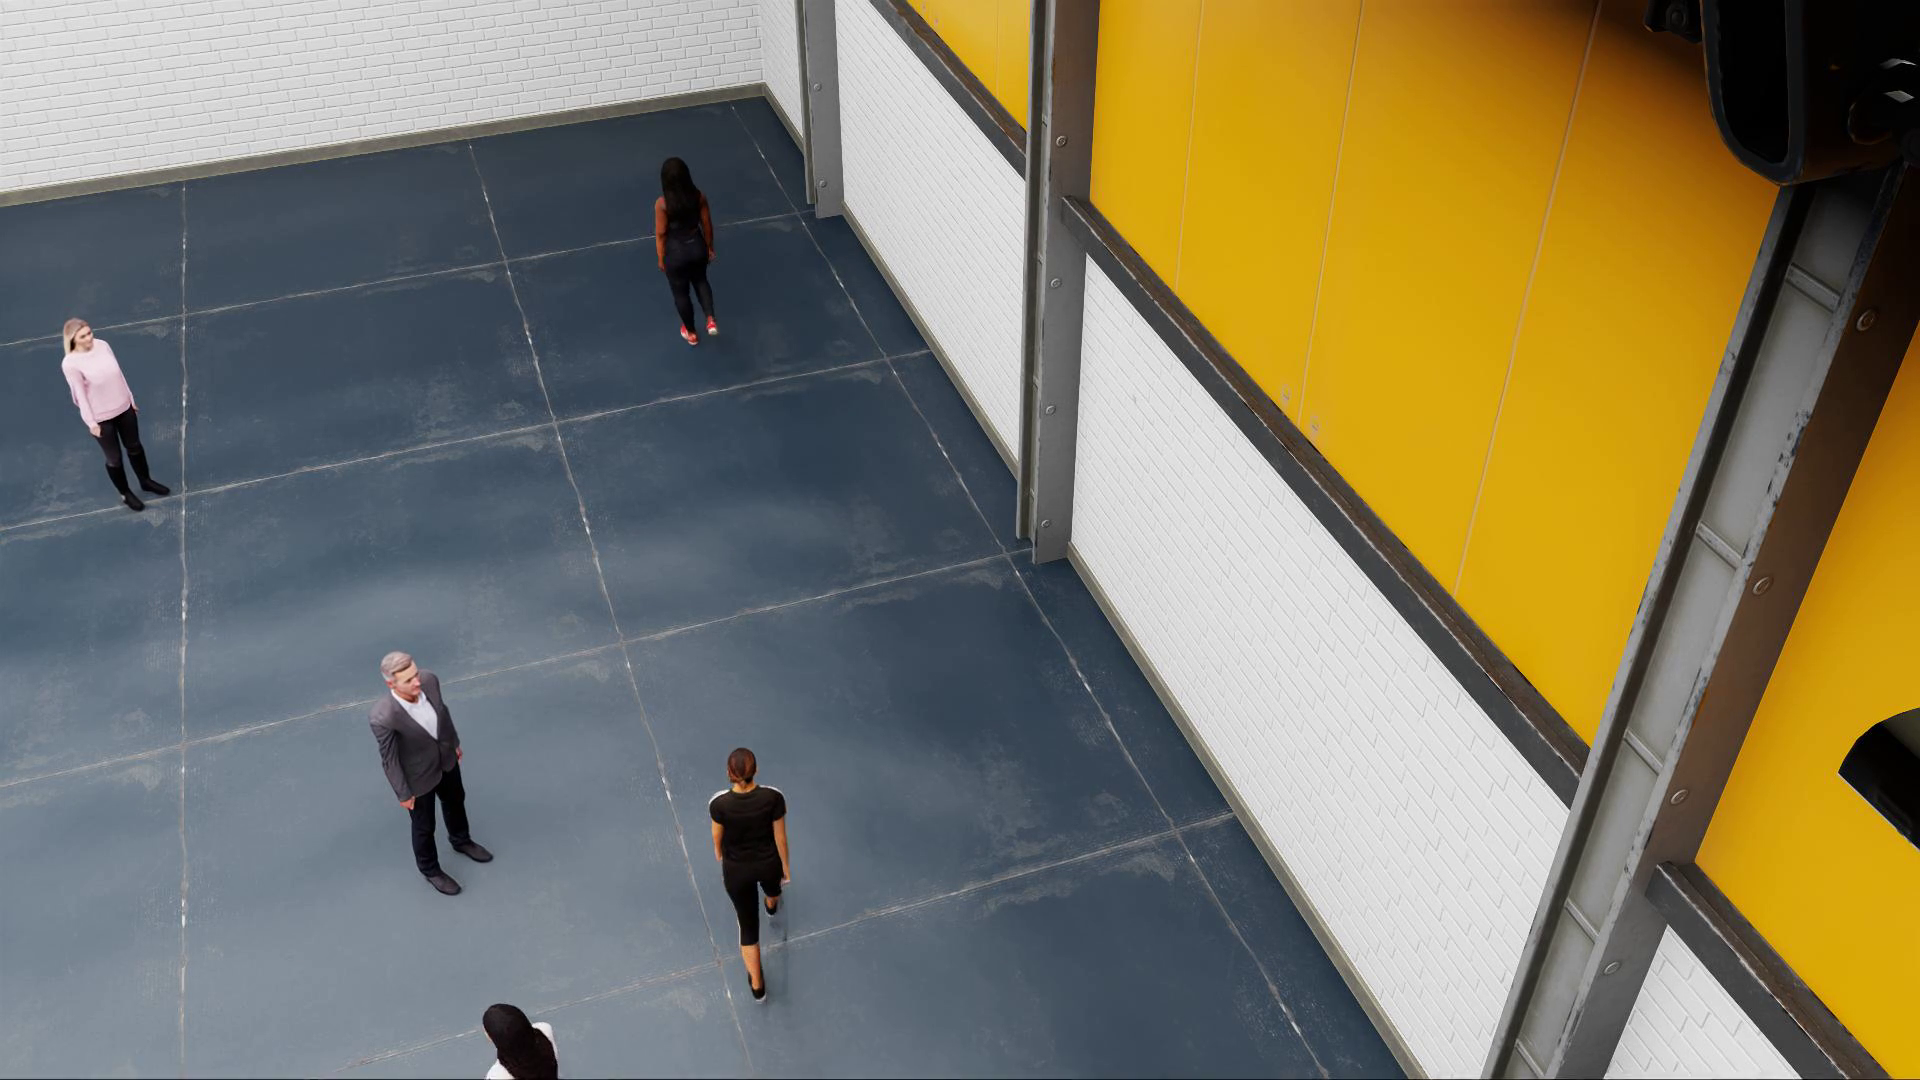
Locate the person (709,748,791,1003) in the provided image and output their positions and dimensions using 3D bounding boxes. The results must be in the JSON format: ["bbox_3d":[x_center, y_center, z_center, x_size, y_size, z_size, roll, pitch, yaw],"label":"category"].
[{"bbox_3d":[-1.159,1.894,9.371,0.736,1.622,1.157,-6,39,-7],"label":"person"}]

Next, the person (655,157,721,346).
[{"bbox_3d":[-2.407,-2.500,14.726,0.732,1.805,0.791,-20,43,-24],"label":"person"}]

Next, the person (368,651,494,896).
[{"bbox_3d":[-3.178,1.340,9.897,0.847,1.832,0.783,16,41,19],"label":"person"}]

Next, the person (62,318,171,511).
[{"bbox_3d":[-6.644,-1.006,12.951,0.746,1.686,0.685,16,41,19],"label":"person"}]

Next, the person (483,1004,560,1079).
[{"bbox_3d":[-1.965,2.878,8.021,1.166,1.770,1.035,22,44,25],"label":"person"}]
